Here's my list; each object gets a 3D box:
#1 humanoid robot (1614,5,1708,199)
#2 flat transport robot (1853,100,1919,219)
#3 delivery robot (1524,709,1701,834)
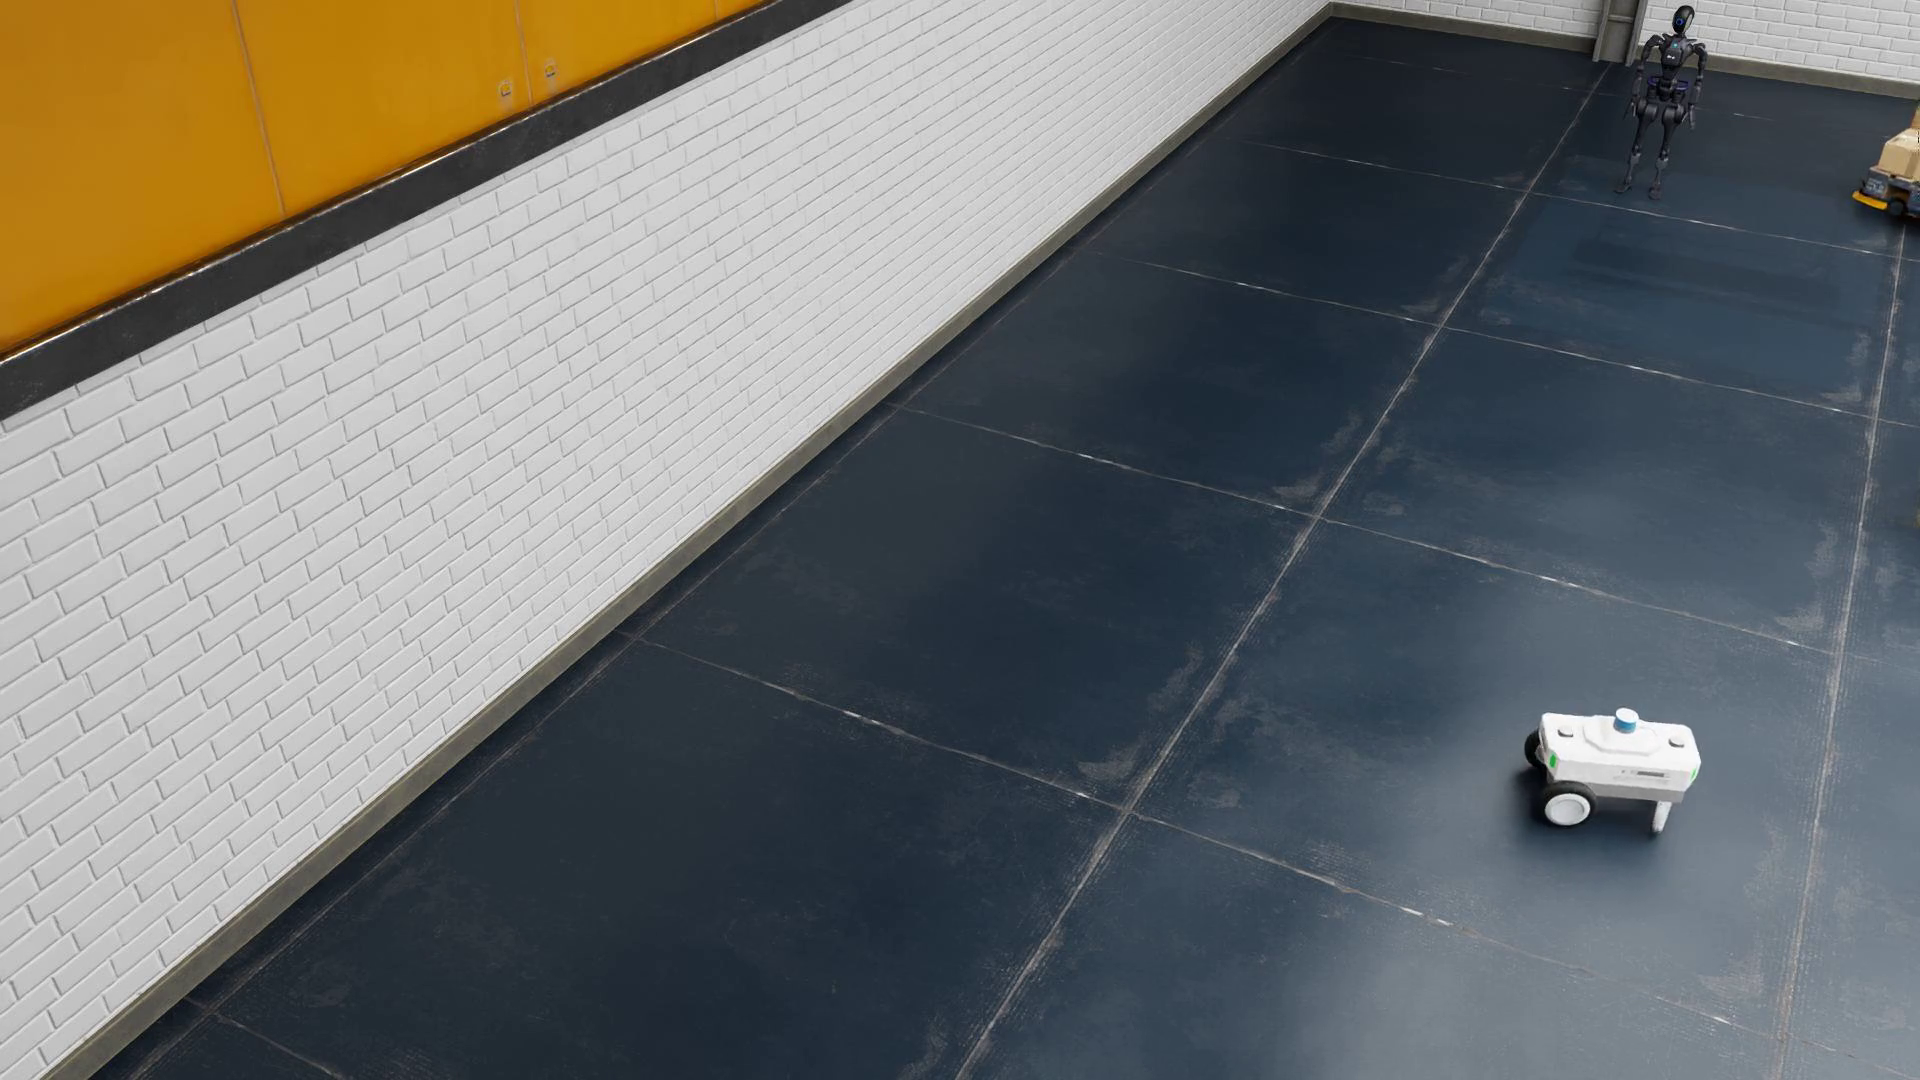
[{"bbox_3d":[6.056,-3.762,14.300,0.599,1.657,0.315,19,38,26],"label":"humanoid robot"},{"bbox_3d":[8.480,-2.828,14.184,0.659,0.231,1.431,-21,39,-28],"label":"flat transport robot"},{"bbox_3d":[3.150,1.094,8.110,0.784,0.613,0.520,5,34,7],"label":"delivery robot"}]
